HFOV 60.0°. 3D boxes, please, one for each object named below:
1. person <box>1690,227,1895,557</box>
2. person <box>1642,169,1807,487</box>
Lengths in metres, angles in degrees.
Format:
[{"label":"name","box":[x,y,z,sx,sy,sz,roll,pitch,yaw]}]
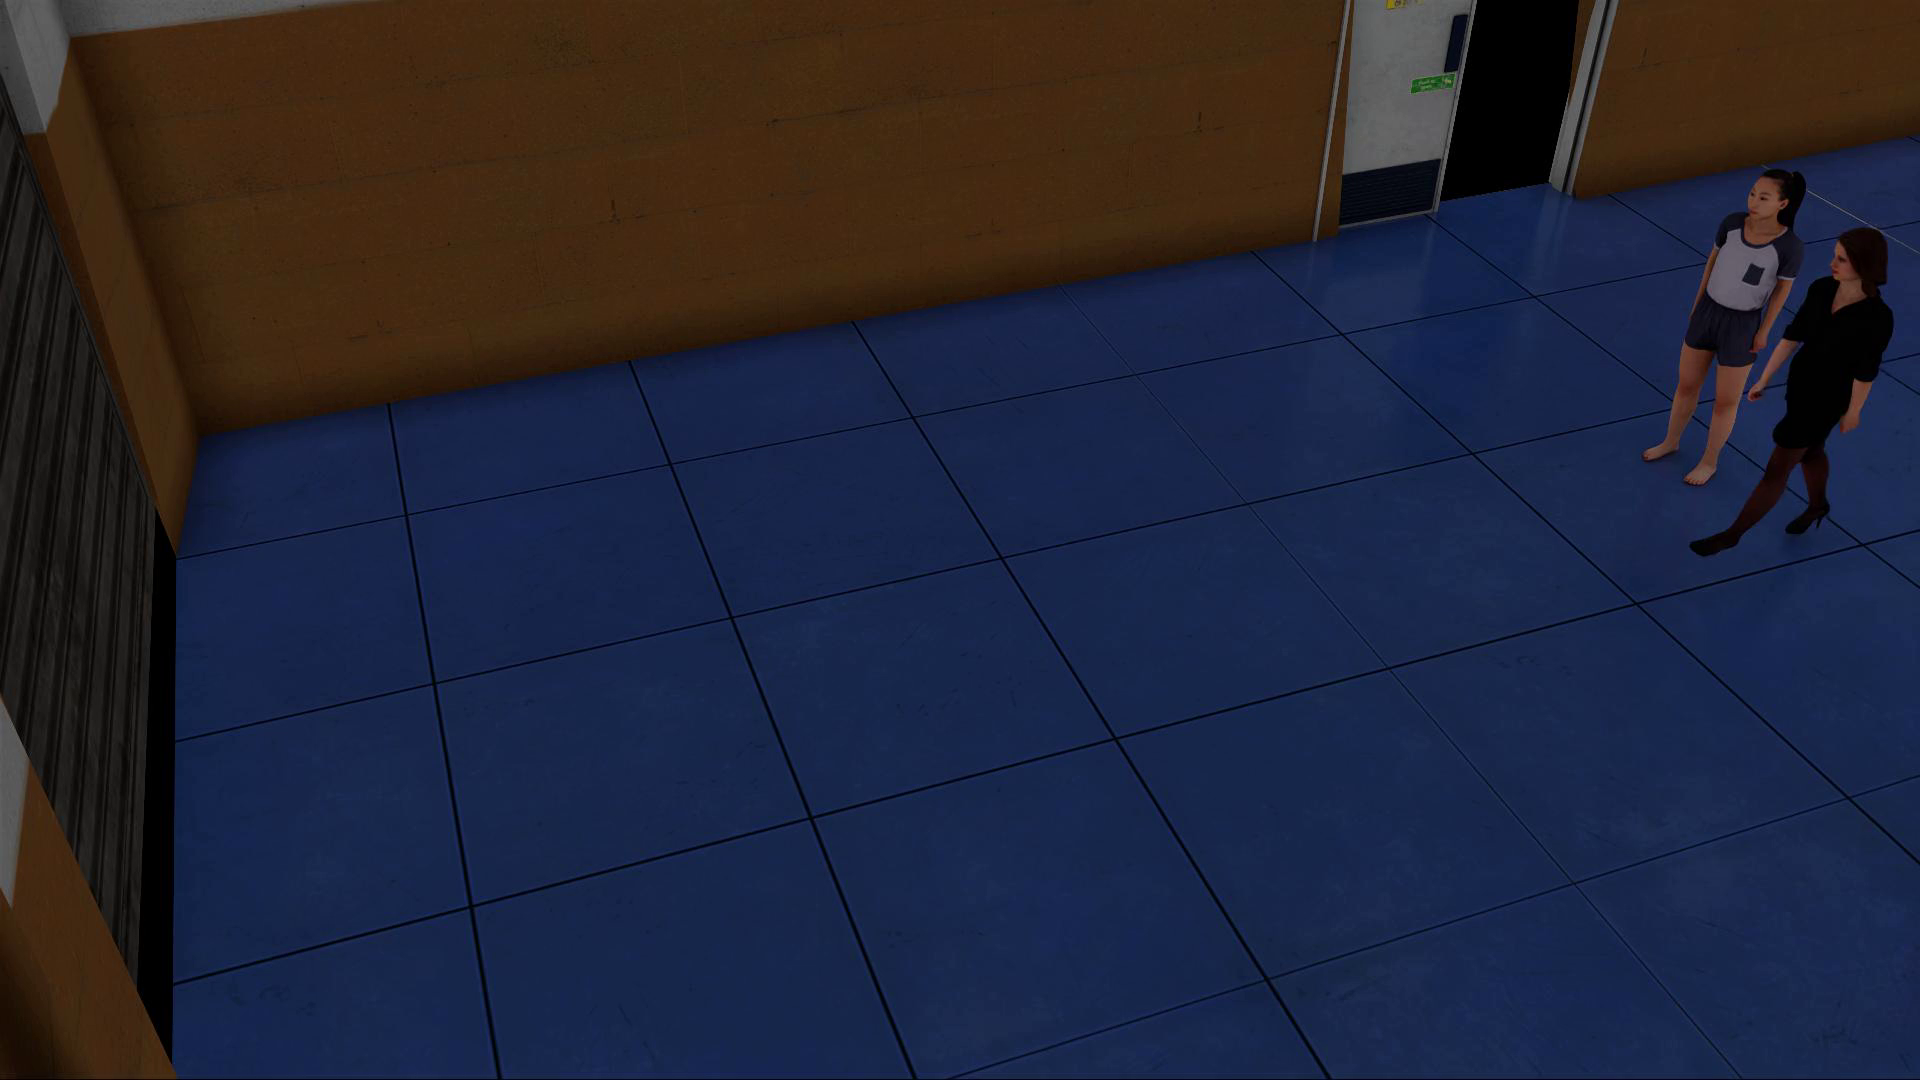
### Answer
[{"label":"person","box":[3.993,-0.656,7.629,0.689,1.656,1.017,-11,38,-14]},{"label":"person","box":[3.778,-1.049,8.172,0.702,1.650,0.543,-22,42,-27]}]
